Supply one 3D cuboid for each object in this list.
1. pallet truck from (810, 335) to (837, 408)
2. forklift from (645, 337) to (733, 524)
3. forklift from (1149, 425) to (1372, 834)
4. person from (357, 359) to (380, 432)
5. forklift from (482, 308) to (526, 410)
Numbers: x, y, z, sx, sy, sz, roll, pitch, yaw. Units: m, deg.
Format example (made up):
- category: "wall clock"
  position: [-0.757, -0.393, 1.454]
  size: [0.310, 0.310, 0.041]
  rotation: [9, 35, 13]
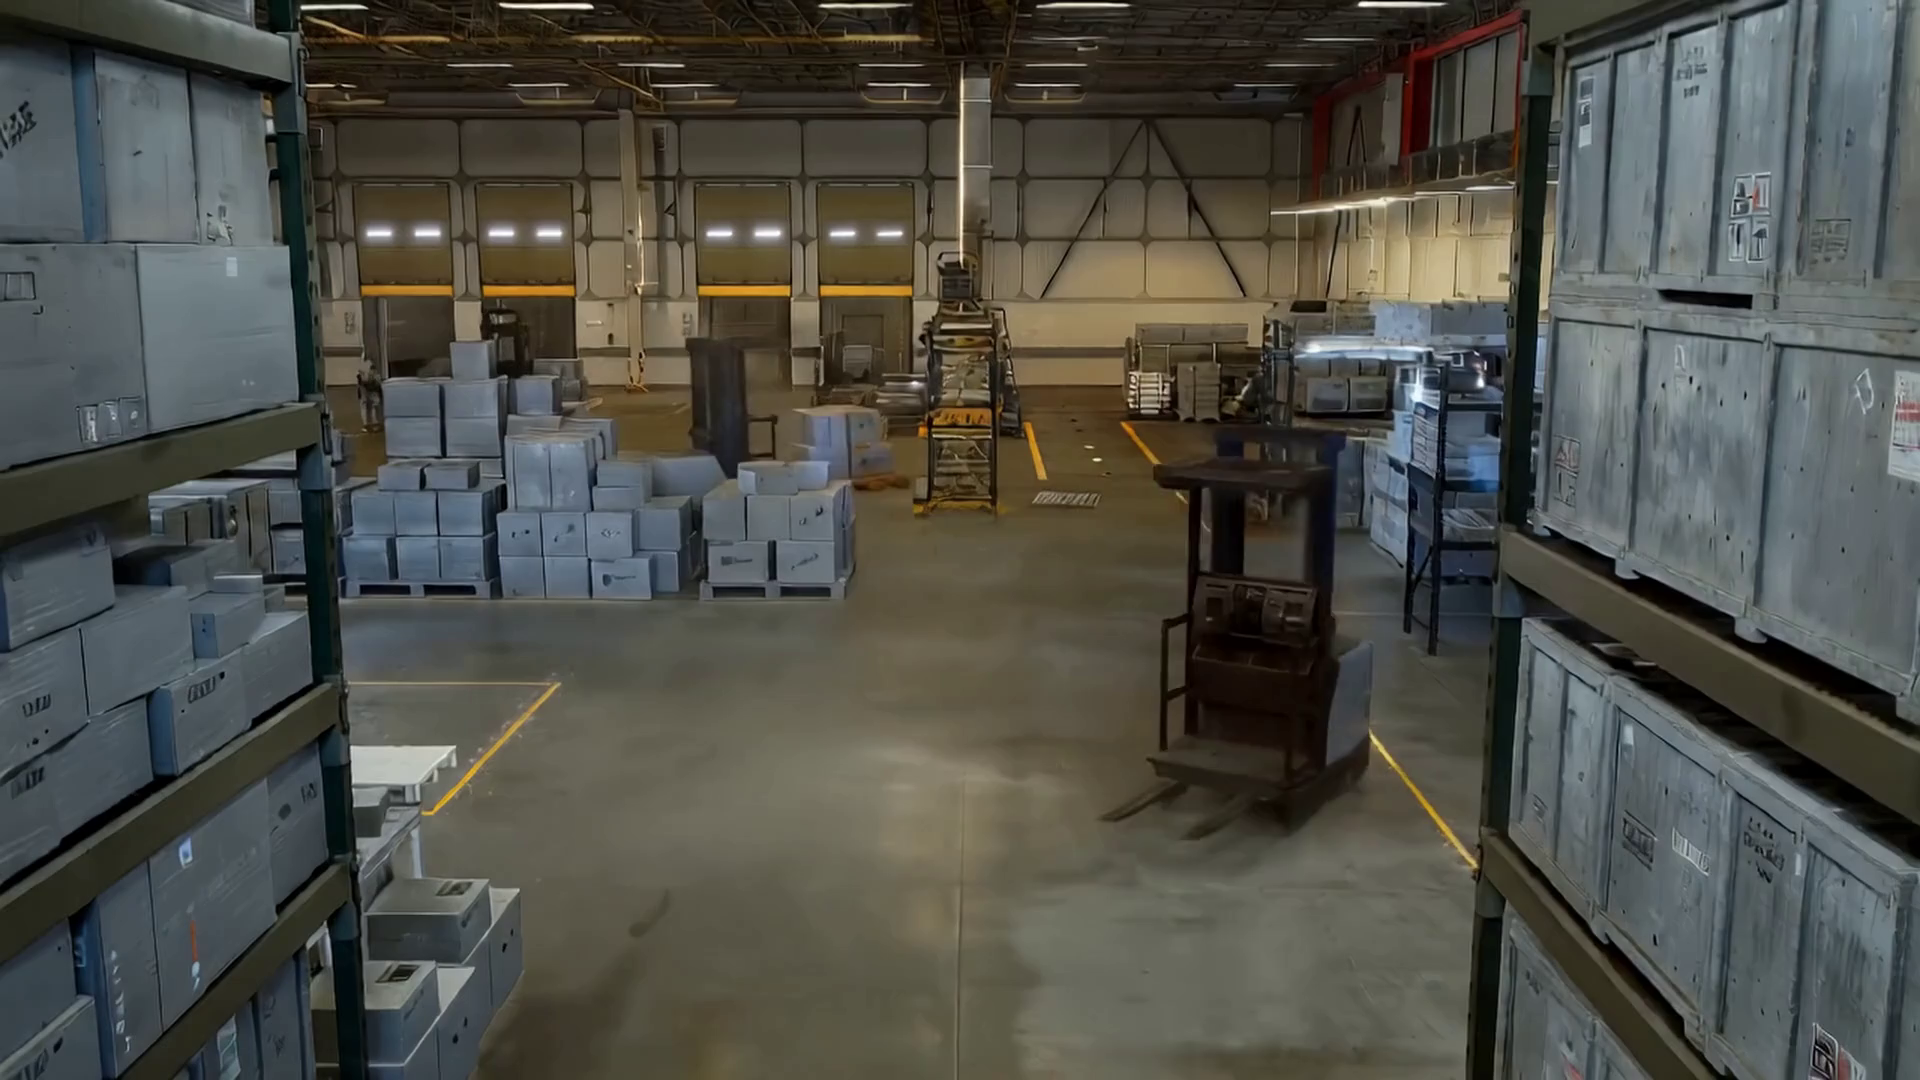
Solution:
- category: "pallet truck"
  position: [-3.021, -4.312, 43.126]
  size: [1.885, 1.965, 0.823]
  rotation: [3, 10, 17]
- category: "forklift"
  position: [-3.817, -1.683, 25.412]
  size: [1.873, 2.768, 1.129]
  rotation: [-6, 12, -31]
- category: "forklift"
  position: [2.365, 0.540, 12.585]
  size: [1.129, 2.768, 1.873]
  rotation: [6, 12, 32]
- category: "person"
  position: [-13.655, -3.342, 38.396]
  size: [0.541, 1.695, 0.316]
  rotation: [0, 10, 1]
- category: "forklift"
  position: [-10.700, -4.063, 39.144]
  size: [1.129, 2.768, 1.873]
  rotation: [-3, 10, -15]
